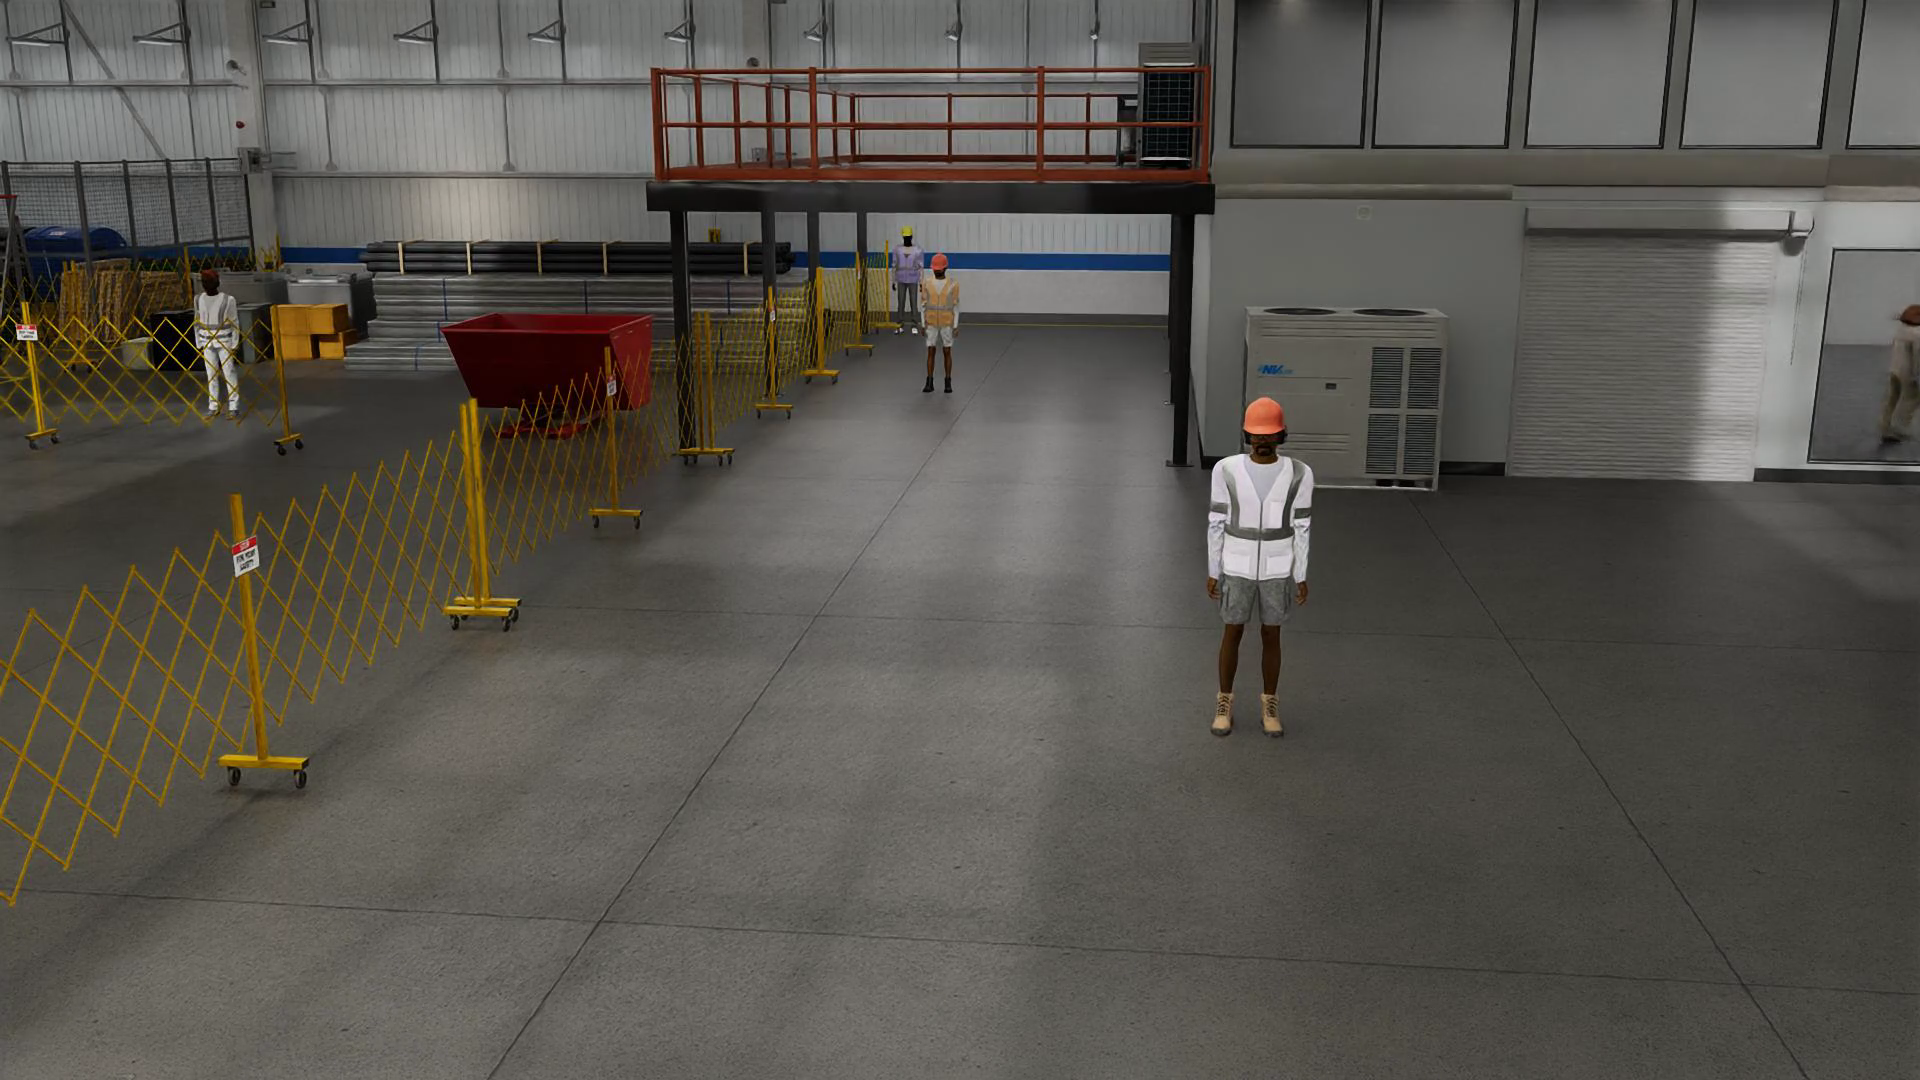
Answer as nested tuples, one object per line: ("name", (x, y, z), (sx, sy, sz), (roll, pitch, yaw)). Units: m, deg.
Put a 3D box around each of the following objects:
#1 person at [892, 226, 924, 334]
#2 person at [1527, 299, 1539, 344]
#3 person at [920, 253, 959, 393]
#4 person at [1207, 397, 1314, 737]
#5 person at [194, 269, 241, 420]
("person", (-0.935, -4.652, 29.792), (0.586, 1.928, 0.369), (2, 14, 7))
("person", (6.095, -1.741, 17.997), (0.520, 1.873, 0.328), (2, 14, 7))
("person", (-0.282, -2.997, 23.030), (0.543, 1.928, 0.373), (2, 14, 7))
("person", (1.764, 0.170, 9.837), (0.605, 2.045, 0.377), (2, 14, 7))
("person", (-9.326, -2.447, 20.874), (0.574, 1.883, 0.355), (2, 14, 7))
